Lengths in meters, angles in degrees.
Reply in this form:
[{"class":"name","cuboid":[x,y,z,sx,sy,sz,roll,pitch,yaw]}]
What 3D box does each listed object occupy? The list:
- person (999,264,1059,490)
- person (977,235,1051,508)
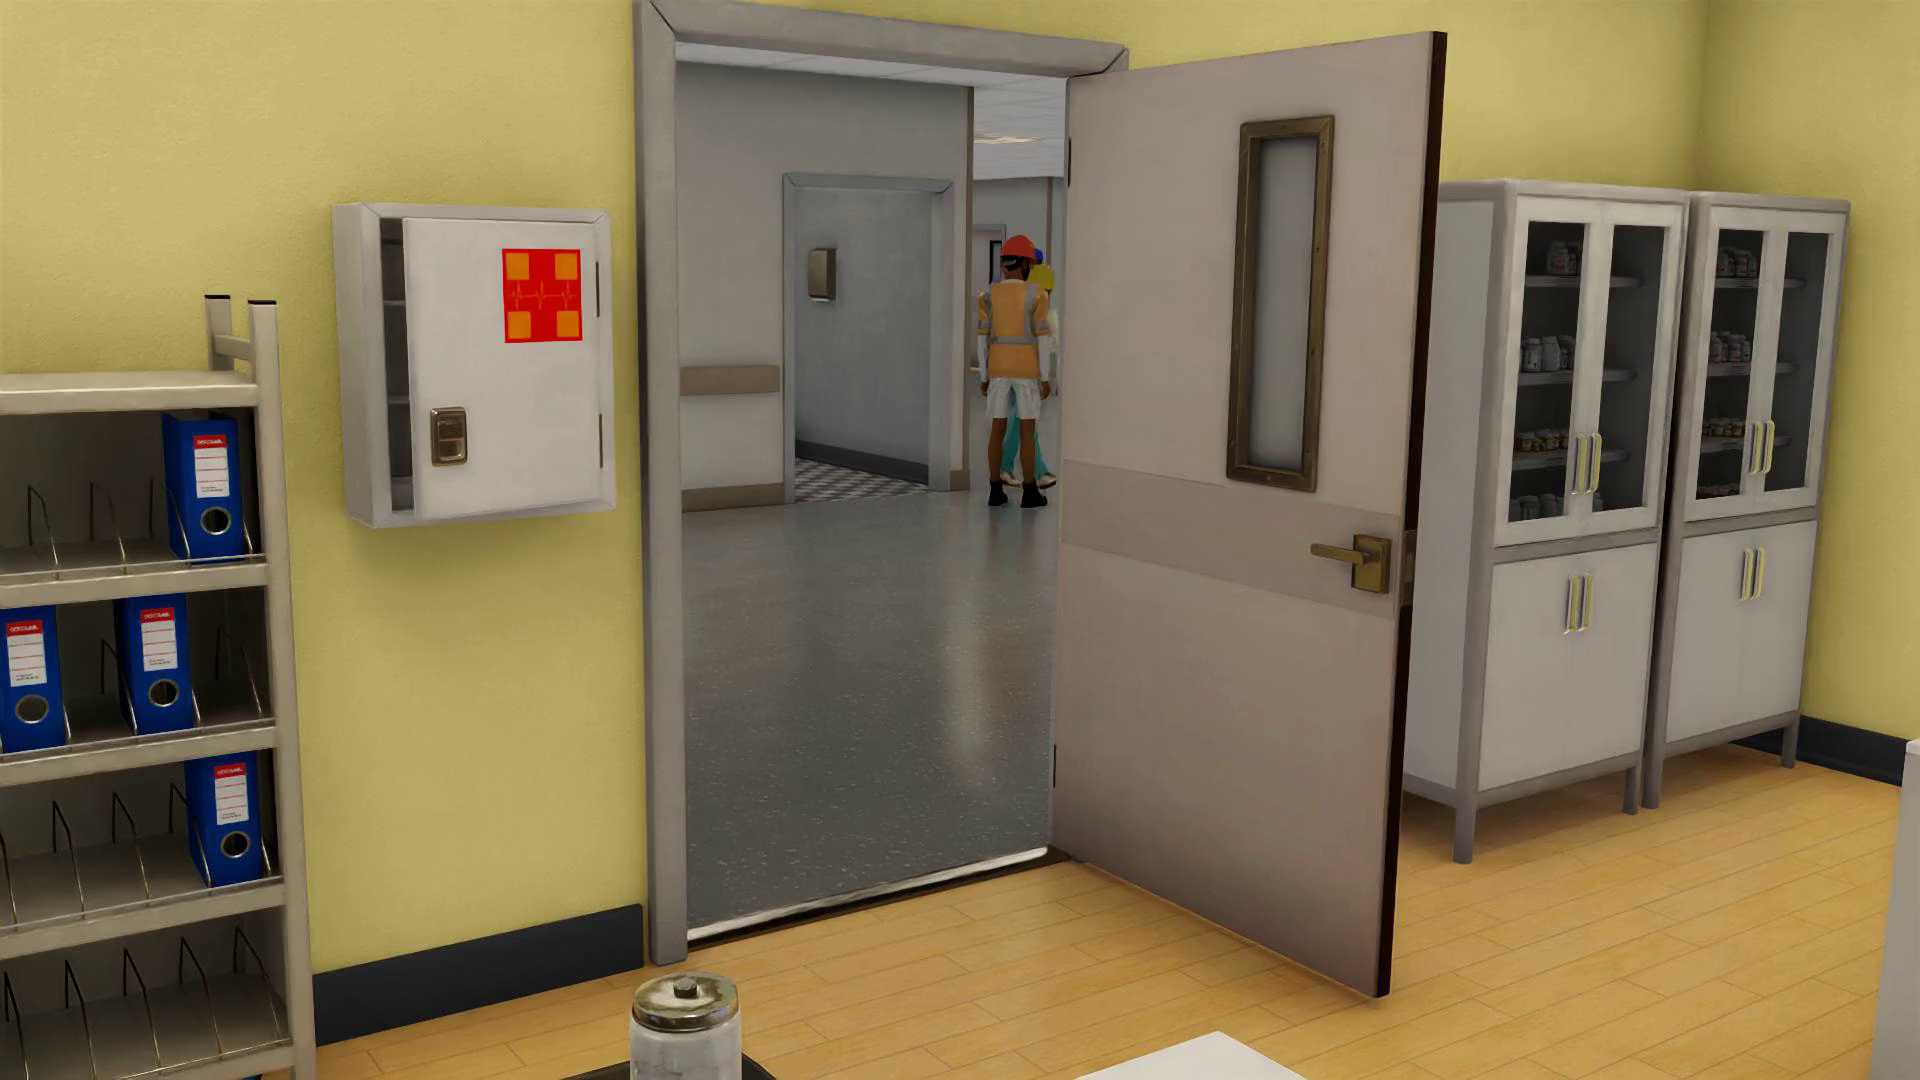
[{"class":"person","cuboid":[0.589,-1.236,12.737,0.538,1.712,0.895,-8,13,-41]},{"class":"person","cuboid":[0.394,-1.193,11.859,0.542,1.930,0.375,5,10,22]}]
